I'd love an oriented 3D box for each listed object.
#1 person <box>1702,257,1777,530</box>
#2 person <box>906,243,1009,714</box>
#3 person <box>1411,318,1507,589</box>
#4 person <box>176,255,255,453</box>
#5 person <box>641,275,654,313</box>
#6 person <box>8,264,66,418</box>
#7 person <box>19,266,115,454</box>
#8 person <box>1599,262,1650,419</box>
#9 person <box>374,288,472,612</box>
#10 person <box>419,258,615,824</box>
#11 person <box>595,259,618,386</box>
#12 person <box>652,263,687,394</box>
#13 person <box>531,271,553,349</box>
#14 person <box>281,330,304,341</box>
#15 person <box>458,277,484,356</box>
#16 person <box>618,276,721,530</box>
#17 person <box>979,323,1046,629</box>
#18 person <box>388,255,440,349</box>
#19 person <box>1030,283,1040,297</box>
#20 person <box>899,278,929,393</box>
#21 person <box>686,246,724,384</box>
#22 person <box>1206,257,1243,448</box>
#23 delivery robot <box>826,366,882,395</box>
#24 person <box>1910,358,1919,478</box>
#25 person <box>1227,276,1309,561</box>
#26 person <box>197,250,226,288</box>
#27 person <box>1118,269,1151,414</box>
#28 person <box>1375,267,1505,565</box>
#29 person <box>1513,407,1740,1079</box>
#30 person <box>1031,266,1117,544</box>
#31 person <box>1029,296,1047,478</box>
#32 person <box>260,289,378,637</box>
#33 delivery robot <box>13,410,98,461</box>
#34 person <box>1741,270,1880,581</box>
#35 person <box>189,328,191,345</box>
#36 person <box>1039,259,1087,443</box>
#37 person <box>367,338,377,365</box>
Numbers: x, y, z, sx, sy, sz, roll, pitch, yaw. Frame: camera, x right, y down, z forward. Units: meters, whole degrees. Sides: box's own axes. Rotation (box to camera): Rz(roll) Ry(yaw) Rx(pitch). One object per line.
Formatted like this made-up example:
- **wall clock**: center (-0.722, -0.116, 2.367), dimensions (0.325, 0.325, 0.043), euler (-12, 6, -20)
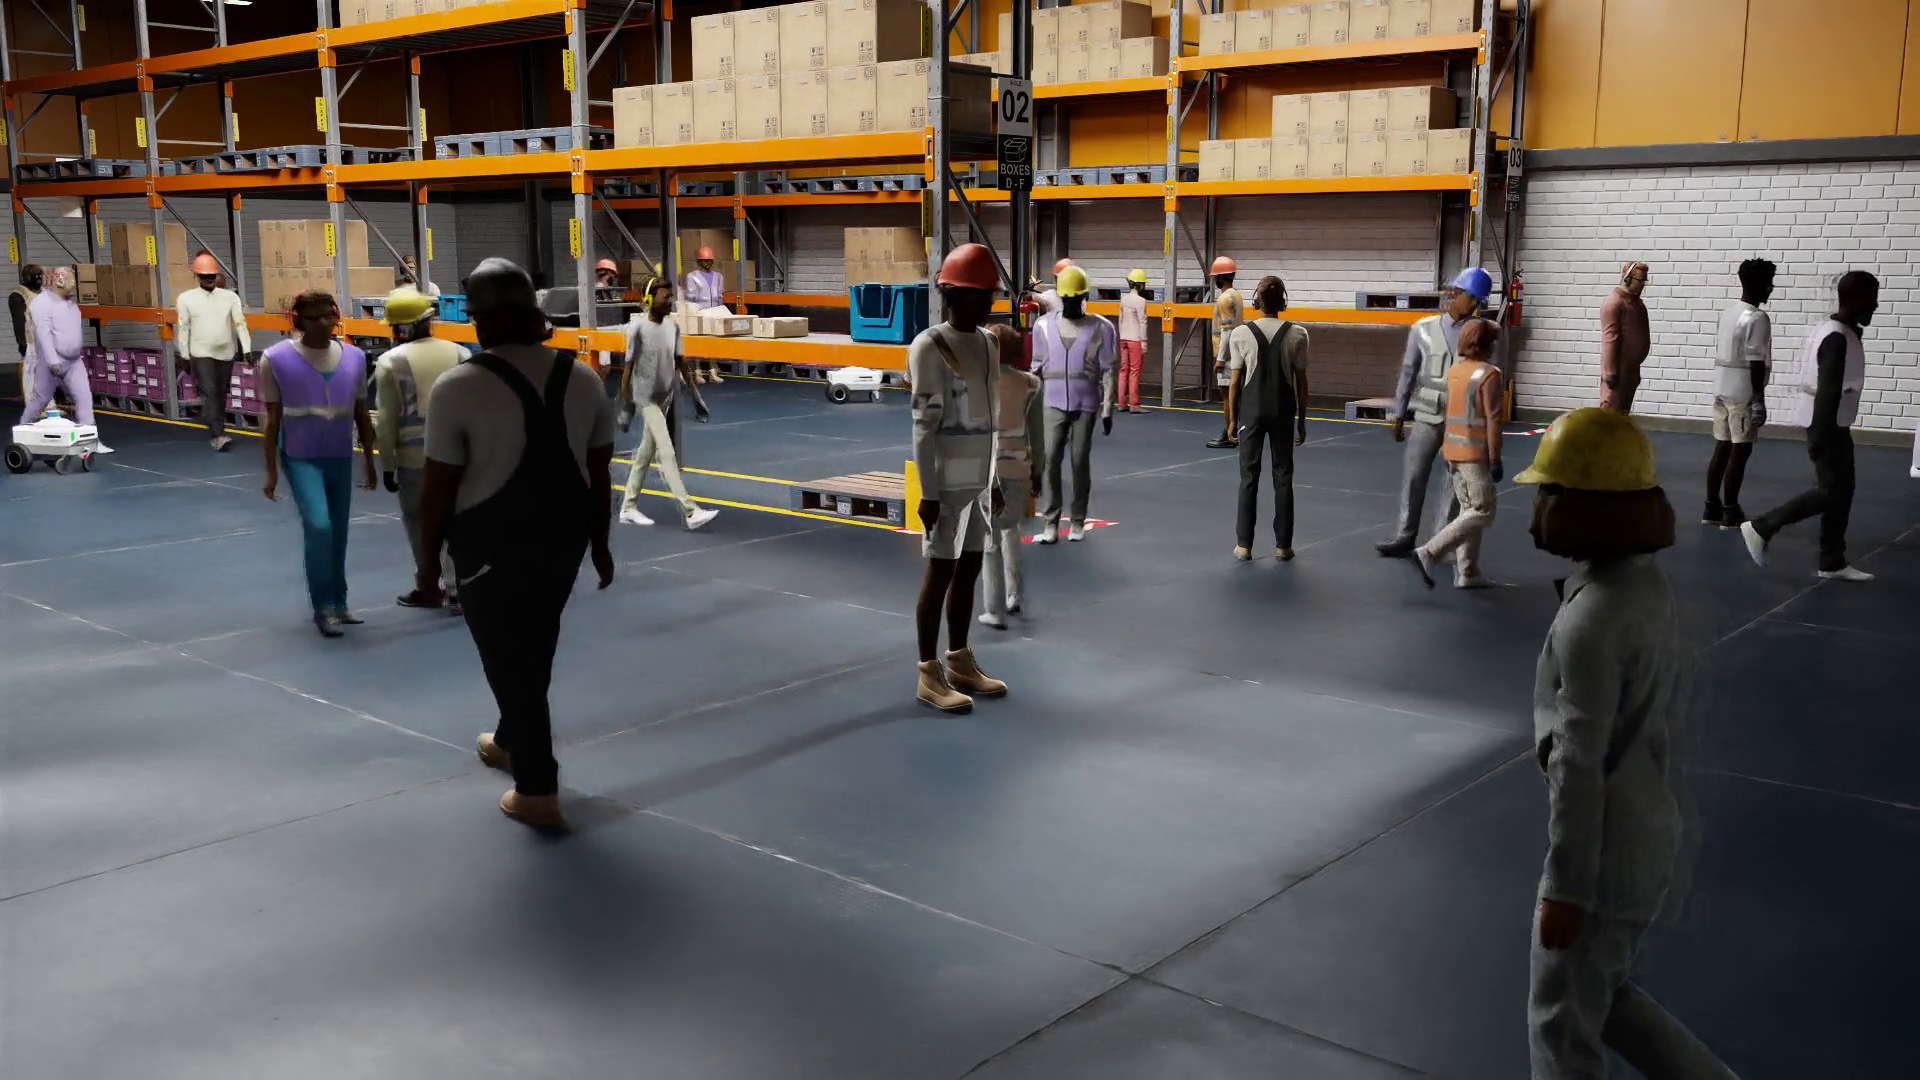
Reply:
- **person**: center (5.627, -1.045, 11.982), dimensions (0.375, 1.958, 0.598), euler (0, 10, 3)
- **person**: center (0.029, -0.270, 7.317), dimensions (0.396, 2.038, 0.614), euler (6, 12, 32)
- **person**: center (2.938, -0.483, 9.722), dimensions (0.553, 1.617, 0.525), euler (-2, 10, -12)
- **person**: center (-7.412, -1.853, 16.595), dimensions (0.623, 1.937, 0.999), euler (-9, 13, -40)
- **person**: center (-4.898, -3.380, 26.249), dimensions (0.686, 1.608, 0.505), euler (6, 12, 31)
- **person**: center (-11.051, -2.382, 19.942), dimensions (0.429, 1.836, 0.626), euler (2, 10, 9)
- **person**: center (-8.897, -1.762, 16.360), dimensions (1.009, 1.852, 0.657), euler (3, 10, 15)
- **person**: center (5.961, -1.531, 14.907), dimensions (0.400, 1.901, 0.643), euler (9, 14, 43)
- **person**: center (-2.921, -0.488, 9.229), dimensions (0.695, 1.802, 0.552), euler (-9, 13, -42)
- **person**: center (-1.646, -0.047, 6.050), dimensions (0.834, 2.000, 0.695), euler (10, 14, 43)
- **person**: center (-4.272, -2.401, 19.922), dimensions (0.390, 1.894, 0.716), euler (-2, 10, -11)
- **person**: center (-3.973, -2.817, 22.443), dimensions (0.416, 1.818, 0.625), euler (7, 12, 33)
- **person**: center (-6.260, -3.162, 24.822), dimensions (0.520, 1.680, 0.542), euler (2, 10, 13)
- **person**: center (-9.081, -2.998, 22.976), dimensions (0.623, 1.993, 0.385), euler (-7, 12, -34)
- **person**: center (-5.730, -2.273, 19.740), dimensions (0.536, 1.691, 0.323), euler (4, 11, 24)
- **person**: center (-2.115, -0.969, 11.939), dimensions (1.011, 1.816, 0.495), euler (5, 11, 27)
- **person**: center (0.176, -0.347, 8.958), dimensions (0.534, 1.622, 0.537), euler (-4, 11, -23)
- **person**: center (-6.429, -2.375, 19.595), dimensions (0.636, 1.938, 0.355), euler (-2, 10, -13)
- **person**: center (0.904, -2.362, 20.497), dimensions (0.832, 1.598, 0.513), euler (9, 13, 40)
- **person**: center (-0.421, -2.903, 22.750), dimensions (0.942, 1.899, 0.630), euler (6, 12, 31)
- **person**: center (-3.781, -3.352, 24.846), dimensions (0.614, 2.047, 0.361), euler (-8, 13, -39)
- **person**: center (2.682, -1.892, 16.855), dimensions (0.375, 1.934, 0.547), euler (4, 11, 21)
- **delivery robot**: center (-1.380, -2.110, 21.755), dimensions (0.707, 0.478, 0.477), euler (-2, 10, -12)
- **person**: center (8.623, -1.471, 14.646), dimensions (0.323, 1.871, 0.530), euler (6, 12, 30)
- **person**: center (1.992, -0.780, 10.780), dimensions (0.511, 1.845, 0.341), euler (1, 10, 8)
- **person**: center (-11.965, -3.613, 26.479), dimensions (0.609, 1.995, 0.378), euler (-8, 13, -38)
- **person**: center (2.146, -2.436, 20.431), dimensions (0.331, 1.767, 0.527), euler (-5, 11, -26)
- **person**: center (3.094, -0.783, 10.653), dimensions (0.719, 1.909, 0.380), euler (4, 11, 22)
- **person**: center (1.324, 0.607, 3.236), dimensions (0.557, 1.729, 0.496), euler (6, 12, 31)
- **person**: center (0.739, -0.907, 11.335), dimensions (0.643, 1.900, 0.653), euler (3, 10, 15)
- **person**: center (0.680, -1.326, 14.563), dimensions (0.524, 1.605, 0.526), euler (-8, 13, -40)
- **person**: center (-3.325, -0.396, 8.704), dimensions (0.697, 1.808, 0.628), euler (8, 13, 39)
- **delivery robot**: center (-8.172, -0.929, 15.030), dimensions (0.707, 0.478, 0.477), euler (3, 10, 15)
- **person**: center (5.246, -0.691, 10.142), dimensions (0.661, 1.895, 0.591), euler (6, 12, 30)
- **person**: center (-10.861, -2.997, 23.652), dimensions (0.785, 1.776, 0.613), euler (-1, 10, -7)
- **person**: center (1.094, -1.952, 17.264), dimensions (0.565, 1.900, 0.842), euler (-4, 11, -21)
- **person**: center (-10.176, -3.849, 28.856), dimensions (0.286, 1.632, 0.500), euler (-6, 12, -33)
